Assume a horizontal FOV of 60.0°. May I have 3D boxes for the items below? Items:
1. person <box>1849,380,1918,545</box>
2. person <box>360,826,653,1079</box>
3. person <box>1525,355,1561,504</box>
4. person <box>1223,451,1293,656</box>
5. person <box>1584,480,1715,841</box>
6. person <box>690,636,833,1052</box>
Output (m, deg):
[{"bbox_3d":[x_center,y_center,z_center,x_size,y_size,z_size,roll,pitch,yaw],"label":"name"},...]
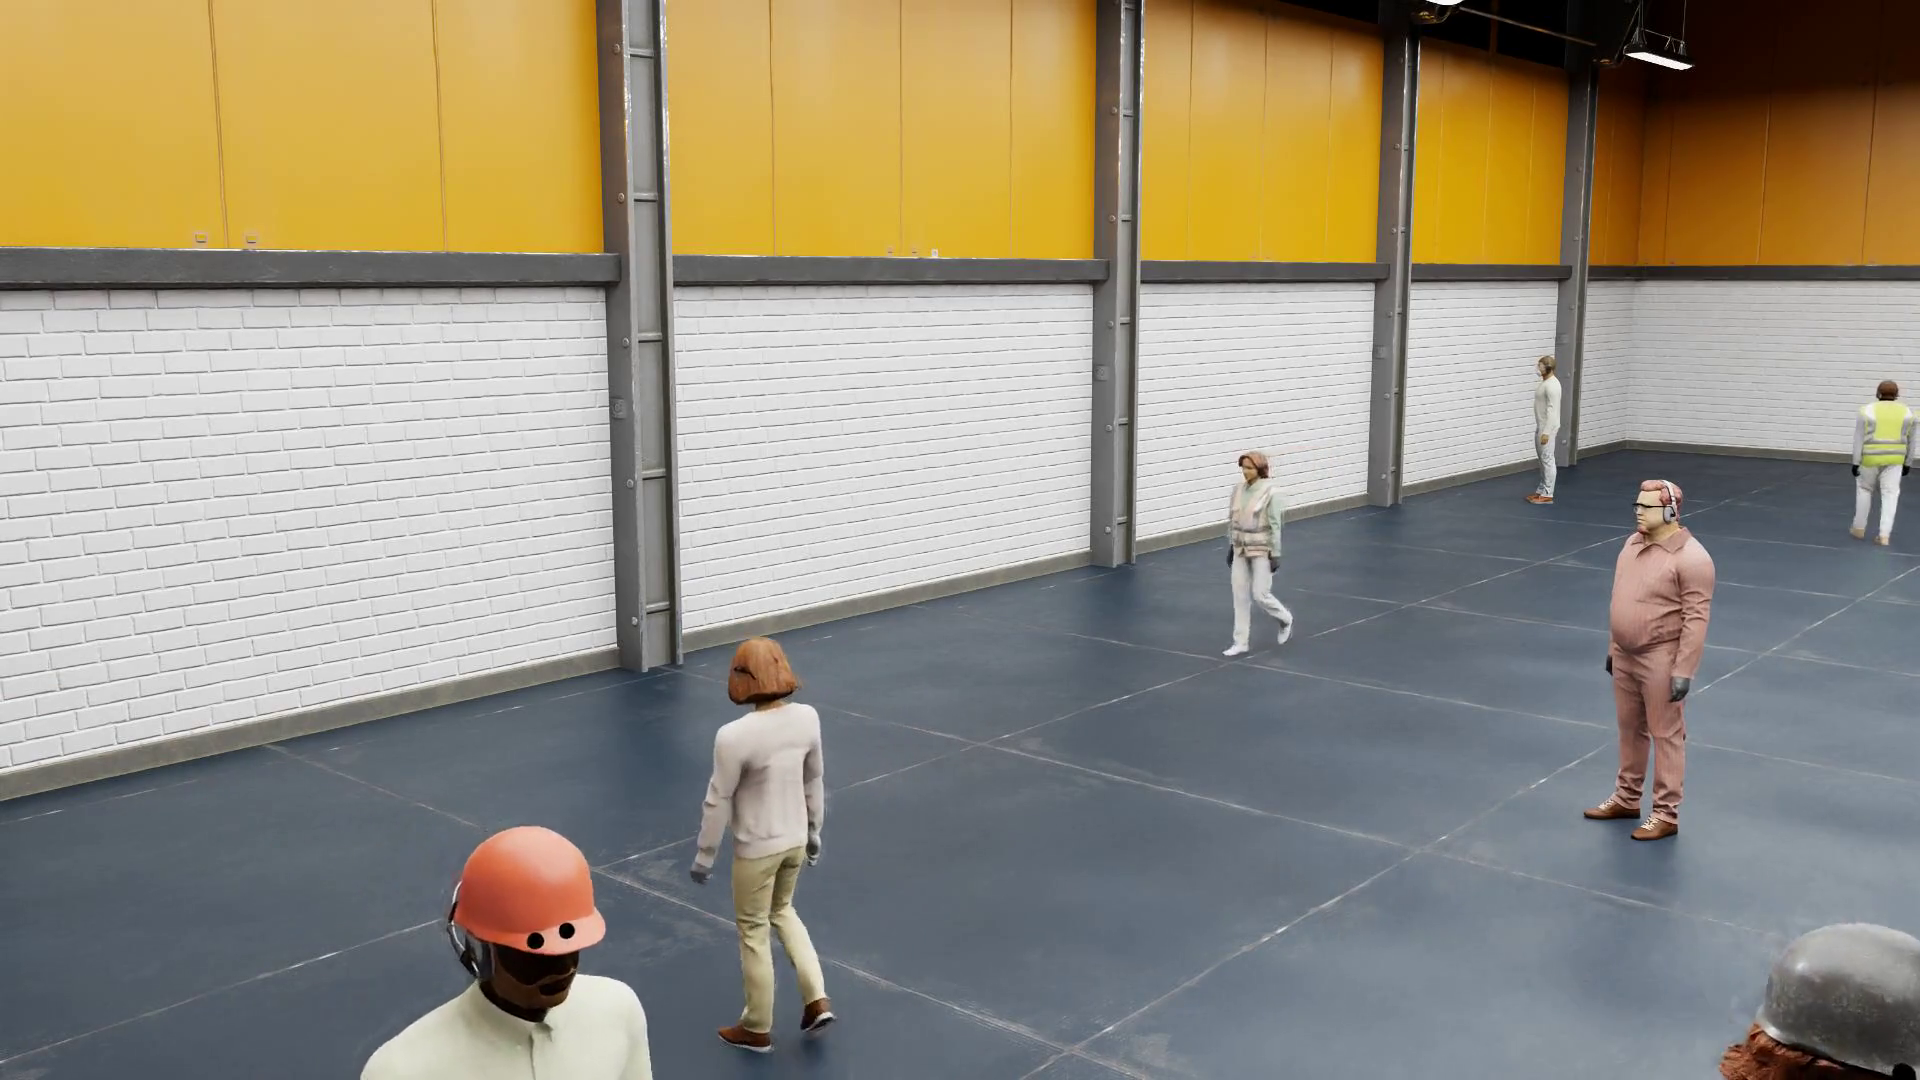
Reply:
[{"bbox_3d":[10.296,-0.882,18.620,0.653,1.808,0.843,2,9,15],"label":"person"},{"bbox_3d":[-0.778,1.499,3.136,0.548,1.975,0.651,7,12,39],"label":"person"},{"bbox_3d":[7.630,-1.435,21.691,0.372,1.940,0.627,2,9,12],"label":"person"},{"bbox_3d":[2.346,0.100,13.049,0.550,1.627,0.523,-7,11,-36],"label":"person"},{"bbox_3d":[3.651,0.627,8.834,0.406,1.911,0.639,-3,9,-16],"label":"person"},{"bbox_3d":[-0.746,1.168,6.325,0.386,1.624,0.523,7,12,38],"label":"person"}]
